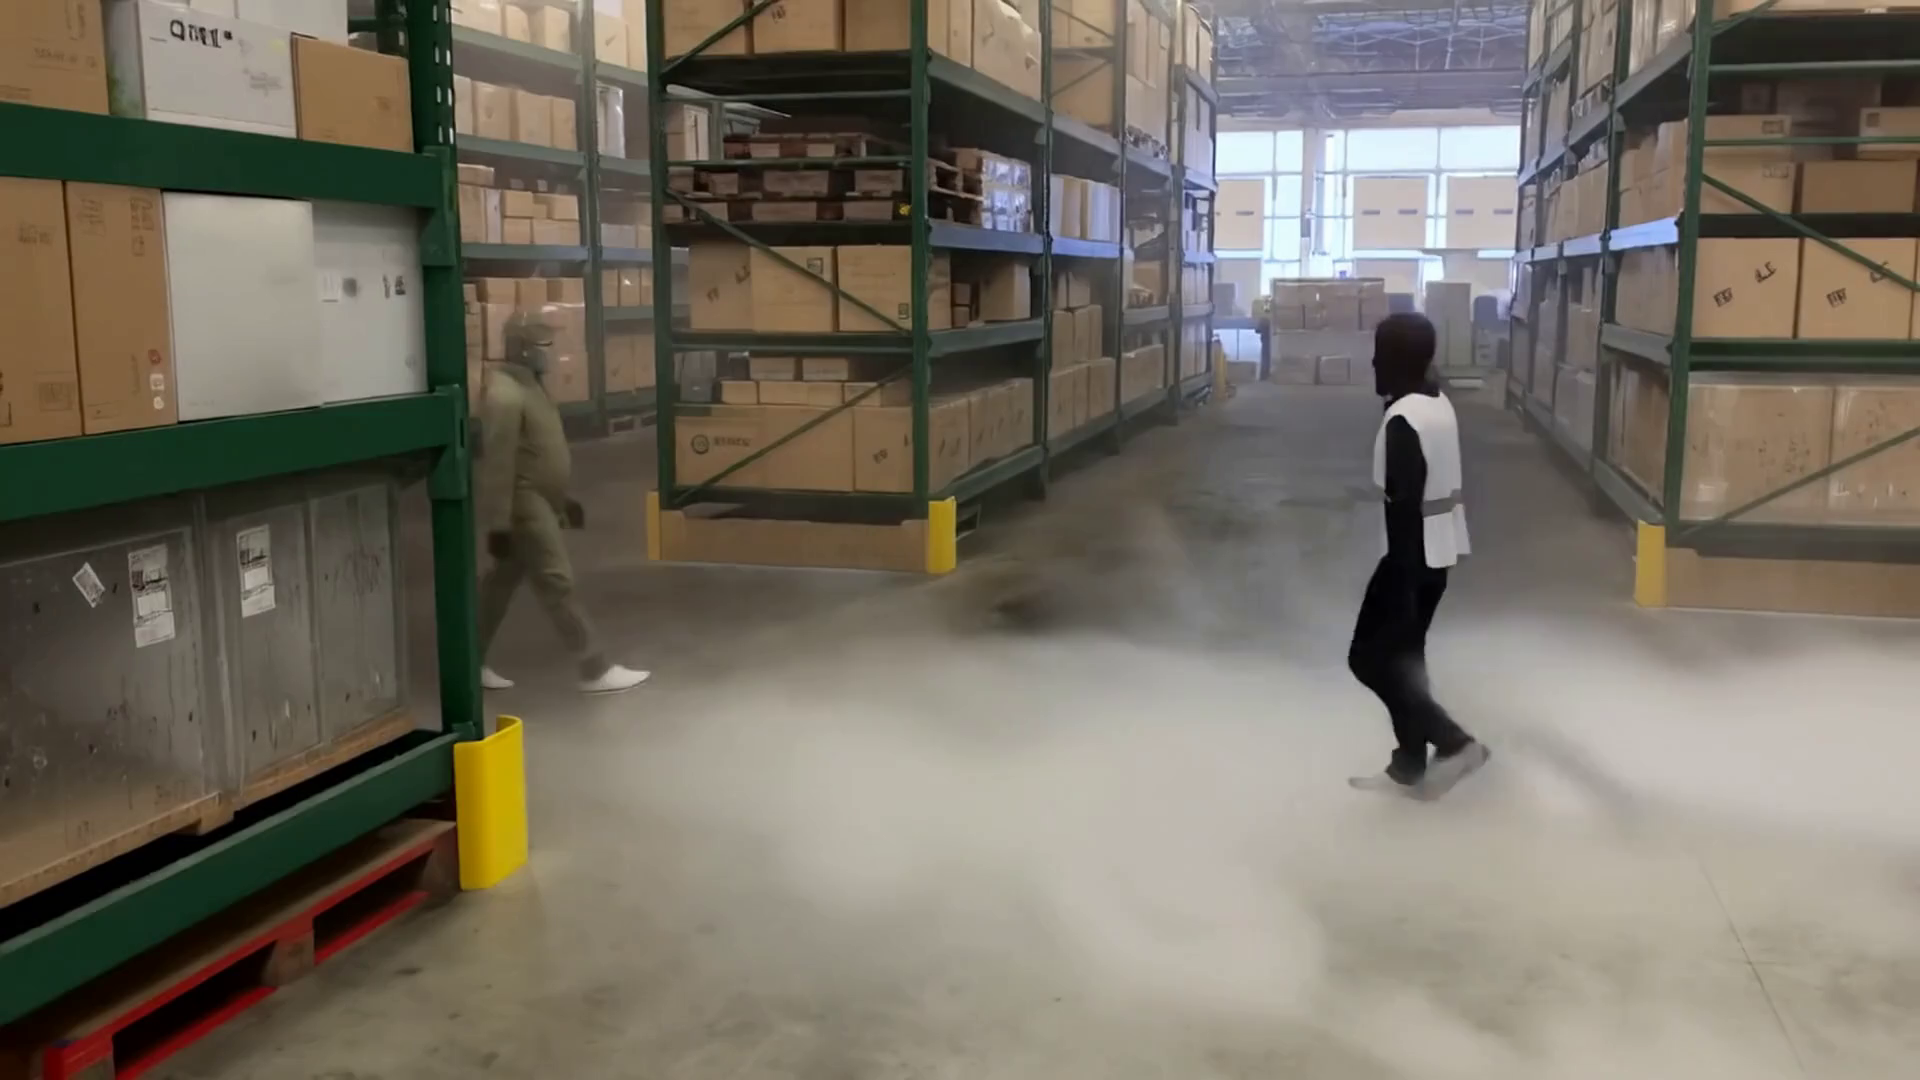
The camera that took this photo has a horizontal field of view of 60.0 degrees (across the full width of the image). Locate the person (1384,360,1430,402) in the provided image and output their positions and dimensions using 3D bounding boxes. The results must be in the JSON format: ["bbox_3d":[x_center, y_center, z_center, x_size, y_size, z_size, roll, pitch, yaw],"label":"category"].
[{"bbox_3d":[4.919,-1.672,18.332,0.523,1.636,0.311,-1,9,-4],"label":"person"}]

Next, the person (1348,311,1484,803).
[{"bbox_3d":[1.737,0.081,6.372,0.458,1.904,0.590,5,10,29],"label":"person"}]

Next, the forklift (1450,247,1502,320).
[{"bbox_3d":[13.305,-6.333,44.005,1.873,2.768,1.129,-2,9,-10],"label":"forklift"}]

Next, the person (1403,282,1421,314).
[{"bbox_3d":[15.064,-7.660,55.528,0.676,1.912,0.451,0,9,3],"label":"person"}]

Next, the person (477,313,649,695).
[{"bbox_3d":[-2.053,-0.162,8.047,0.986,1.856,0.656,-1,9,-6],"label":"person"}]
